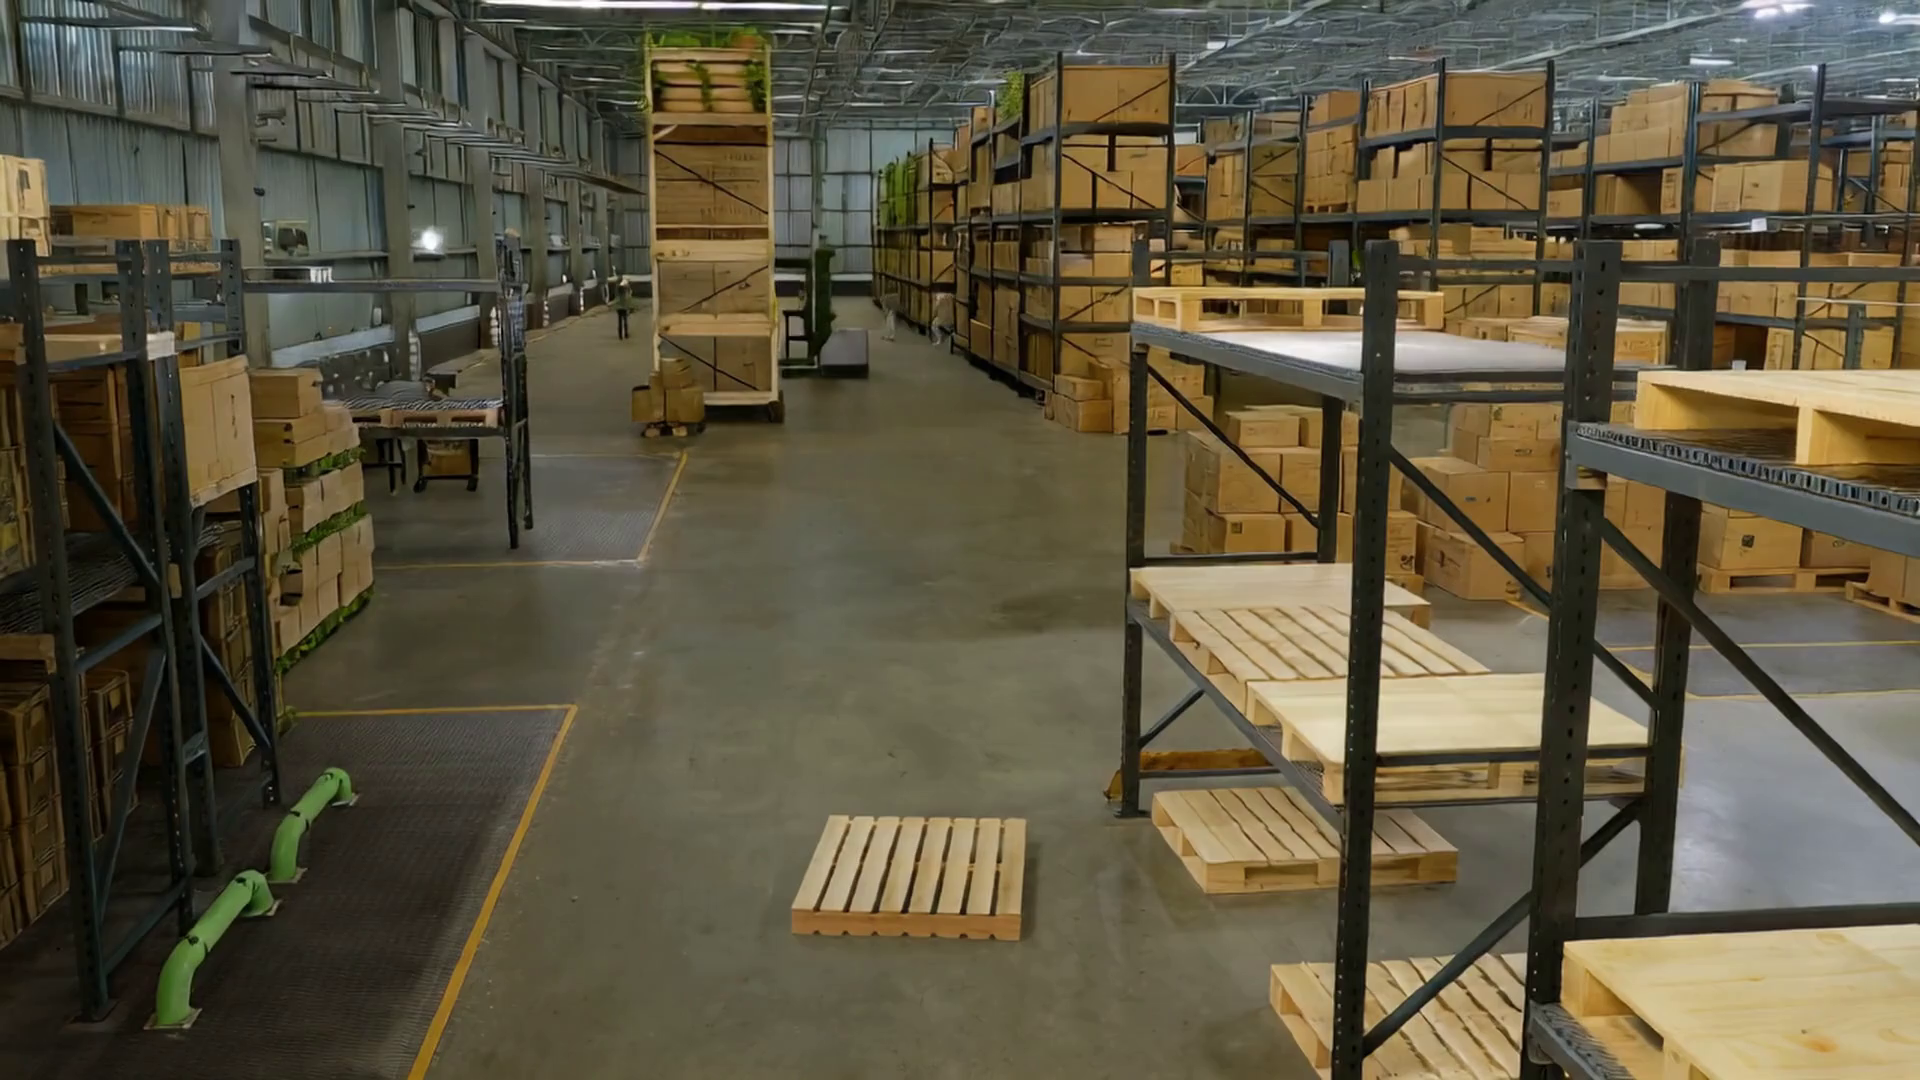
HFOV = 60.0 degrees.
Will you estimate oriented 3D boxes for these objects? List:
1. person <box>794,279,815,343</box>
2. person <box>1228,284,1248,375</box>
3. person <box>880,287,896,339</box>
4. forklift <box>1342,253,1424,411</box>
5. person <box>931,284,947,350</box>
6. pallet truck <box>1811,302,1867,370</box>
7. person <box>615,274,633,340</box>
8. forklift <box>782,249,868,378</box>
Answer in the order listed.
[{"bbox_3d":[-4.572,-6.778,49.291,0.623,1.868,0.956,4,11,22],"label":"person"},{"bbox_3d":[6.325,-4.746,37.550,0.616,2.041,0.380,-7,12,-32],"label":"person"},{"bbox_3d":[-2.197,-6.958,51.032,0.515,1.607,0.754,-6,12,-29],"label":"person"},{"bbox_3d":[6.510,-2.962,25.347,1.129,2.768,1.873,4,11,21],"label":"forklift"},{"bbox_3d":[-0.602,-6.190,46.149,0.441,1.827,0.628,0,10,0],"label":"person"},{"bbox_3d":[15.846,-3.142,28.793,1.885,1.965,0.823,2,10,12],"label":"pallet truck"},{"bbox_3d":[-10.255,-7.111,50.788,0.376,1.995,0.612,8,13,39],"label":"person"},{"bbox_3d":[-2.998,-5.013,36.709,1.873,2.768,1.129,-1,10,-6],"label":"forklift"}]
